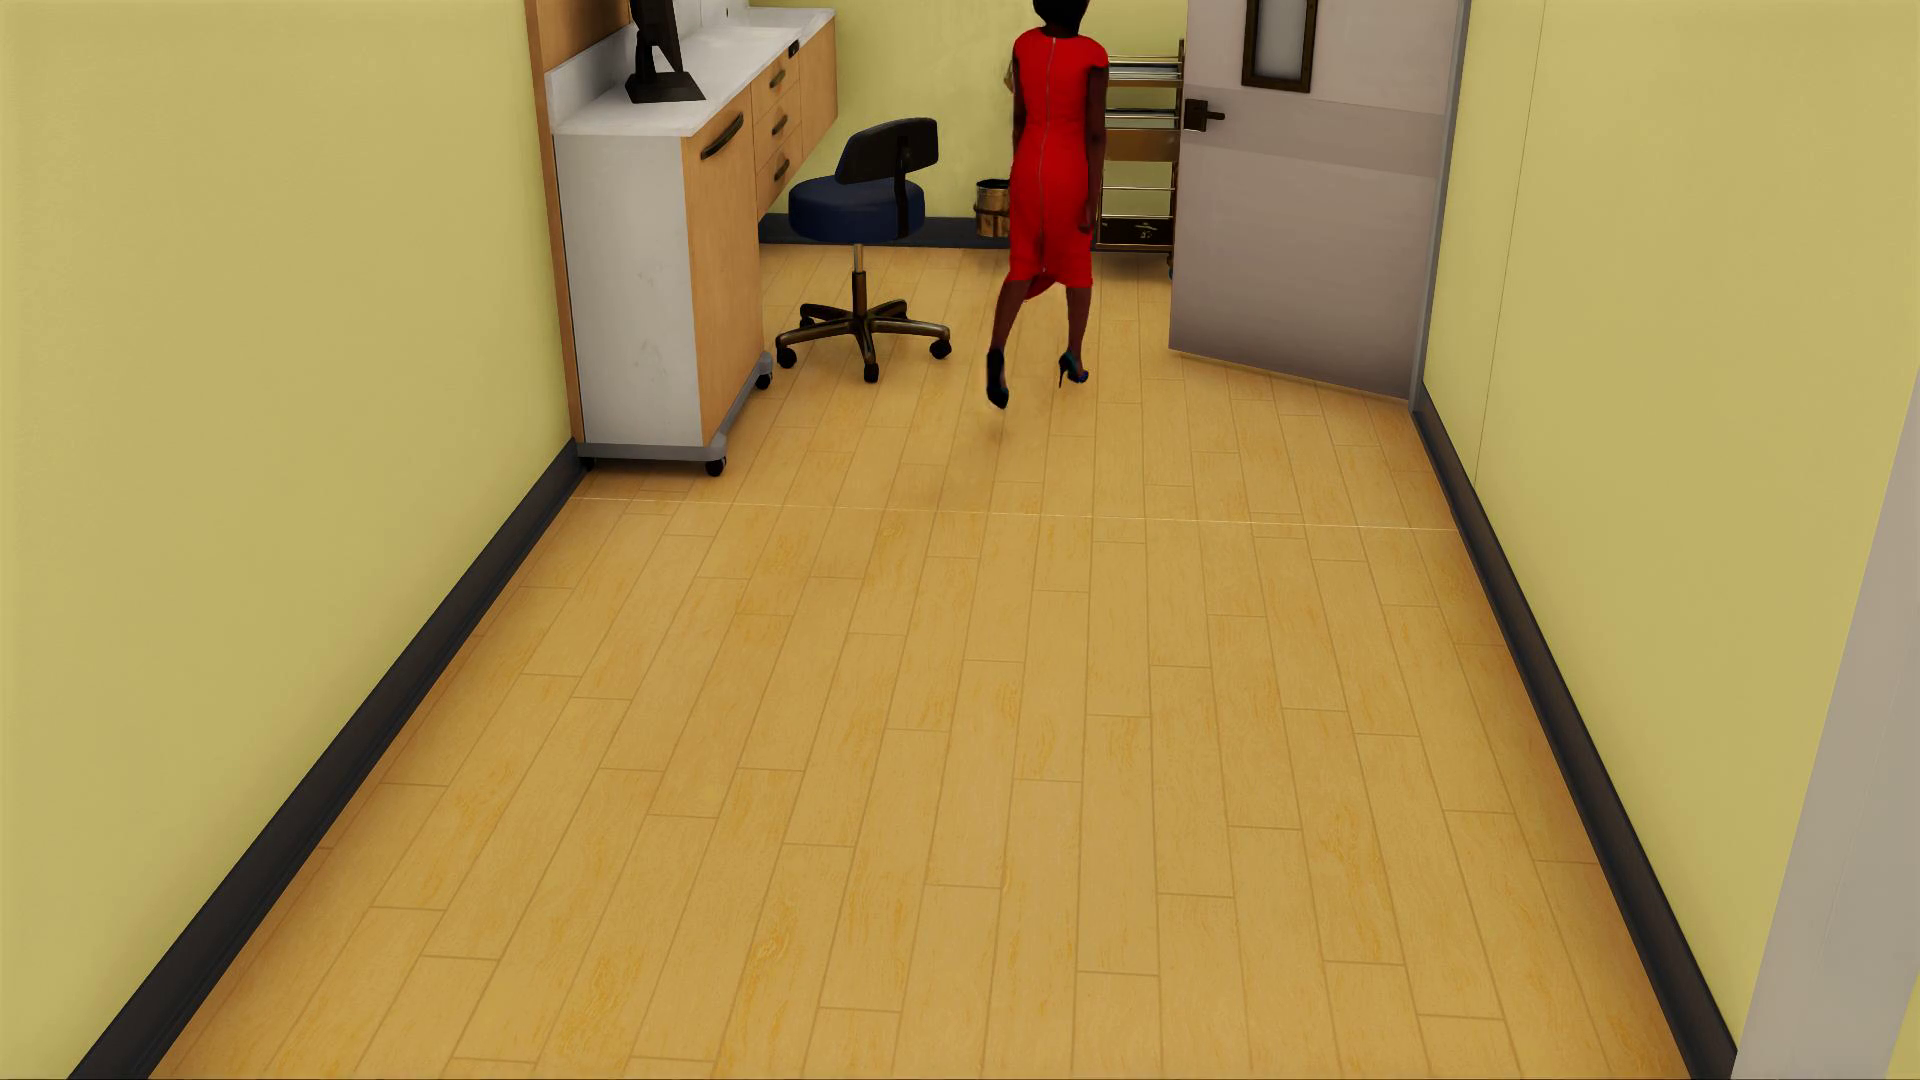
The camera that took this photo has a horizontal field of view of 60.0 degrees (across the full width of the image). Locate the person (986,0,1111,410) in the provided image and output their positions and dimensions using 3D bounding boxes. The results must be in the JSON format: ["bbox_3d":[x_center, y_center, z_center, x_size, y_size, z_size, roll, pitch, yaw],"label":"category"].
[{"bbox_3d":[0.312,-1.314,6.378,1.065,1.720,0.901,12,28,23],"label":"person"}]
